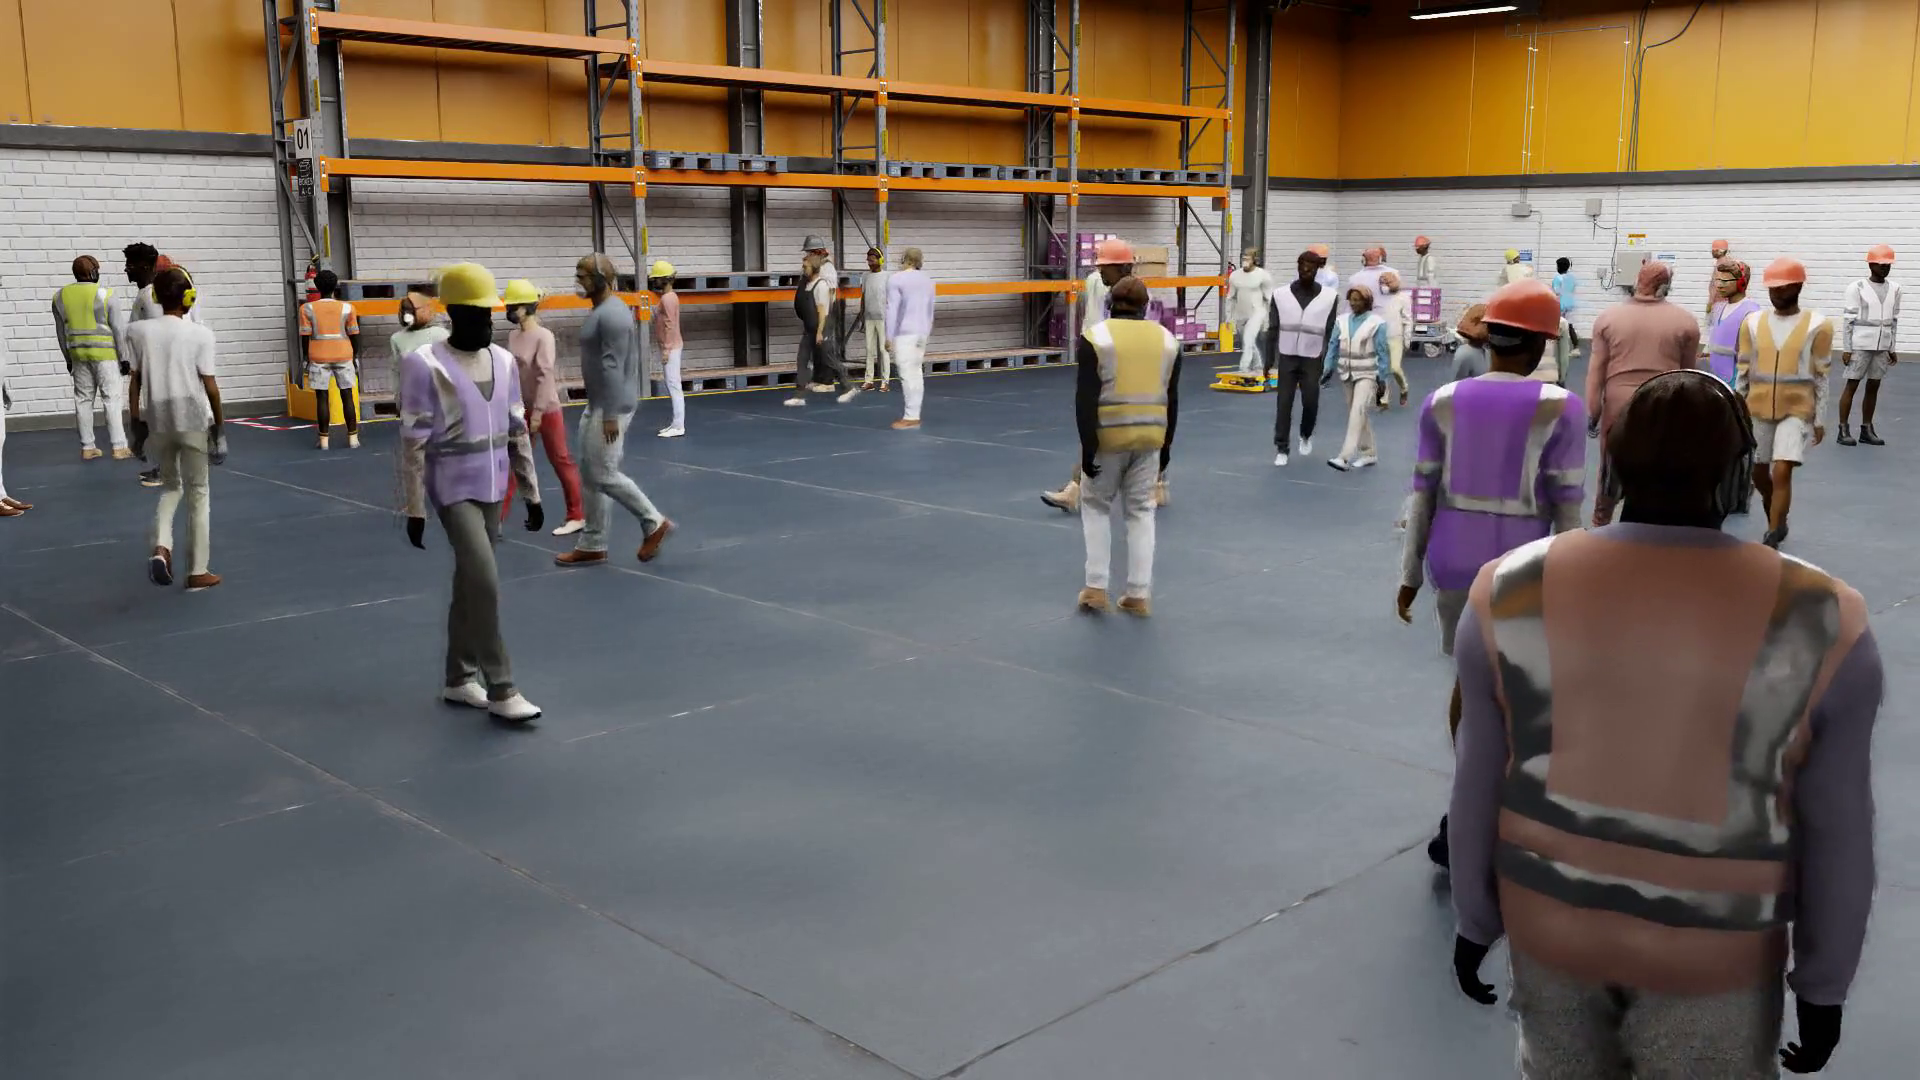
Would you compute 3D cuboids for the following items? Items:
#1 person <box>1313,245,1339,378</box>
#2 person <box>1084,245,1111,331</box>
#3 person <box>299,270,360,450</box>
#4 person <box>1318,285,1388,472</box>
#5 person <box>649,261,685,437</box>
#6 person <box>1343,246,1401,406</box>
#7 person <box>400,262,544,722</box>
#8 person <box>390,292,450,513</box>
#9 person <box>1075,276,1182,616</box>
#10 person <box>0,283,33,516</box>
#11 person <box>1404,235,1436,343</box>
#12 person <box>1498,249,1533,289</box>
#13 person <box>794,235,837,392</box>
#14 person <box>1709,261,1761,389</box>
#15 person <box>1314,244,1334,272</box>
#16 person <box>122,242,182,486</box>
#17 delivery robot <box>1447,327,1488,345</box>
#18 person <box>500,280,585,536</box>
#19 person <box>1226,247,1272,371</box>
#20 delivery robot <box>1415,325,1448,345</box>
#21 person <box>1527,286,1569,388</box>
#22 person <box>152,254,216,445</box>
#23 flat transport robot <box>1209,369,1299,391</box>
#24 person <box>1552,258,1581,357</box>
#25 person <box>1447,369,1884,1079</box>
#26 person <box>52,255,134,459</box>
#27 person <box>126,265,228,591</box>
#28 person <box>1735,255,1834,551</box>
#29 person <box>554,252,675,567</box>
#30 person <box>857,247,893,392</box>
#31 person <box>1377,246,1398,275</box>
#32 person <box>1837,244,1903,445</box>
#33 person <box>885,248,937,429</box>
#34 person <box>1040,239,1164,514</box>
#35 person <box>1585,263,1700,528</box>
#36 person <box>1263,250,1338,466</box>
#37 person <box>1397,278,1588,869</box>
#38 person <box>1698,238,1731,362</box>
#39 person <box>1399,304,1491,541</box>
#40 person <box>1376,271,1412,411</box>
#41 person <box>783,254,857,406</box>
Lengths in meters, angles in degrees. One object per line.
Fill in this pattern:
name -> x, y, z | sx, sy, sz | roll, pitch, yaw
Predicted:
person -> 4.907, -3.105, 22.894 | 0.572, 1.896, 0.985 | 3, 11, 16
person -> 1.555, -2.178, 17.591 | 0.464, 1.972, 0.646 | -6, 12, -28
person -> -5.969, -1.705, 15.781 | 0.540, 1.695, 0.317 | -5, 12, -26
person -> 3.382, -1.381, 14.305 | 0.870, 1.593, 0.531 | -8, 13, -38
person -> -2.954, -1.917, 16.753 | 0.326, 1.765, 0.533 | -1, 10, -5
person -> 4.805, -2.480, 19.465 | 0.680, 1.889, 0.426 | 0, 10, 1
person -> -1.942, -0.189, 6.935 | 0.778, 1.901, 0.613 | 5, 12, 26
person -> -3.961, -1.038, 12.356 | 0.502, 1.612, 0.682 | 1, 10, 8
person -> 0.907, -0.500, 8.923 | 0.644, 1.804, 0.529 | -3, 11, -17
person -> -7.011, -1.103, 12.048 | 0.326, 1.864, 0.520 | -3, 11, -16
person -> 8.762, -4.701, 31.243 | 0.682, 2.021, 0.655 | -2, 11, -9
person -> 9.745, -4.206, 29.178 | 0.617, 1.784, 0.450 | 4, 11, 20
person -> -1.884, -2.944, 21.600 | 0.535, 2.000, 0.682 | -5, 12, -27
person -> 5.742, -1.140, 12.331 | 0.383, 1.836, 0.566 | 1, 10, 7
person -> 6.210, -4.204, 28.937 | 0.596, 1.875, 0.944 | 6, 12, 30
person -> -6.561, -1.426, 13.520 | 0.366, 1.967, 0.603 | -5, 11, -25
delivery robot -> 8.776, -3.547, 28.687 | 0.707, 0.478, 0.477 | 3, 11, 16
person -> -2.886, -0.846, 11.012 | 0.541, 1.719, 0.900 | 9, 14, 42
person -> 3.946, -3.008, 22.453 | 0.647, 1.878, 1.089 | 9, 14, 40
delivery robot -> 8.170, -3.624, 29.104 | 0.707, 0.478, 0.477 | 9, 13, 39
person -> 4.796, -1.322, 13.868 | 0.546, 1.621, 0.389 | 1, 10, 7
person -> -7.452, -1.803, 15.907 | 0.882, 1.858, 0.594 | 7, 13, 35
flat transport robot -> 3.976, -2.110, 21.876 | 1.431, 0.197, 0.652 | -10, 14, -43
person -> 10.025, -3.864, 27.687 | 0.551, 1.651, 0.848 | -5, 12, -27
person -> 1.078, 0.644, 2.650 | 0.632, 1.824, 0.721 | 6, 12, 30
person -> -7.823, -1.647, 15.065 | 0.627, 1.846, 0.429 | 0, 10, 2
person -> -4.432, -0.618, 9.419 | 0.551, 1.853, 0.442 | 0, 10, 0
person -> 5.154, -0.824, 10.424 | 0.544, 1.911, 0.829 | 9, 13, 39
person -> -2.139, -0.777, 10.099 | 0.659, 1.923, 0.665 | -4, 11, -23
person -> -1.088, -2.852, 21.581 | 0.520, 1.865, 0.328 | 5, 12, 26
person -> 6.206, -3.414, 24.649 | 0.576, 1.865, 0.660 | -1, 10, -3
person -> 8.787, -1.871, 16.027 | 0.547, 1.938, 0.379 | -1, 10, -4
person -> -0.509, -2.121, 17.537 | 0.445, 1.895, 0.728 | 10, 14, 43
person -> 1.096, -1.170, 12.061 | 1.031, 1.984, 0.630 | -5, 12, -27
person -> 4.353, -0.835, 10.655 | 0.650, 1.841, 0.996 | 4, 11, 23
person -> 3.003, -1.609, 14.713 | 0.627, 1.897, 0.512 | 3, 11, 14
person -> 1.695, 0.102, 5.416 | 0.588, 1.898, 0.870 | 8, 13, 36
person -> 12.049, -3.830, 26.623 | 0.721, 1.966, 0.649 | 6, 12, 31
person -> 3.307, -0.738, 10.821 | 0.905, 1.585, 0.512 | 6, 12, 31
person -> 4.992, -2.306, 19.304 | 0.513, 1.615, 0.418 | 7, 13, 34
person -> -1.656, -2.504, 19.851 | 0.914, 1.813, 0.527 | -6, 12, -31
